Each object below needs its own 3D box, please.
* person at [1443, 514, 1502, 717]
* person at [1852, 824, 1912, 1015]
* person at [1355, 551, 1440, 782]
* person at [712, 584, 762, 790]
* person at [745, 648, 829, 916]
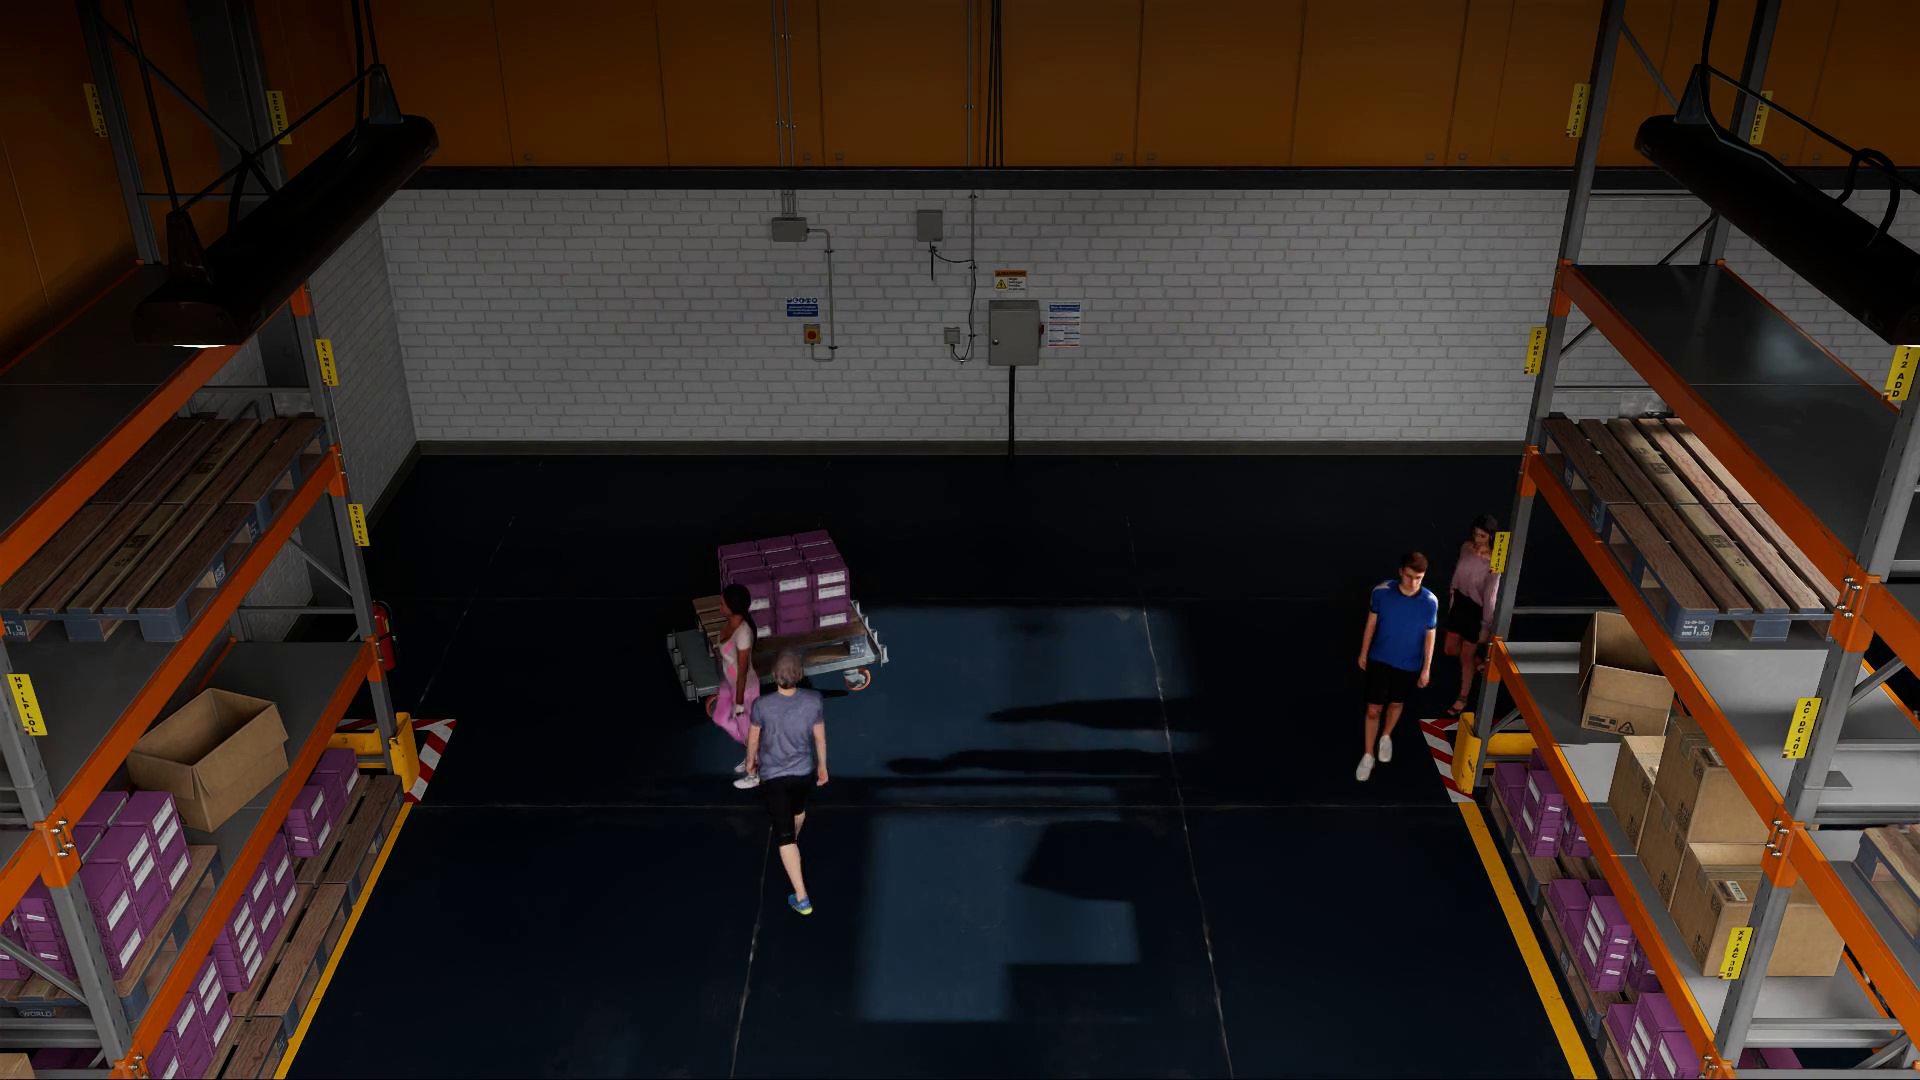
[{"bbox_3d":[4.037,0.575,12.919,0.928,1.792,0.885,-15,32,-26],"label":"person"},{"bbox_3d":[5.759,2.039,10.160,0.654,1.864,1.026,0,29,0],"label":"person"},{"bbox_3d":[3.252,0.838,12.383,0.817,1.843,0.986,7,29,13],"label":"person"},{"bbox_3d":[-1.495,1.064,12.087,0.739,1.730,0.635,-8,30,-14],"label":"person"},{"bbox_3d":[-1.118,1.609,10.967,1.010,1.845,1.300,-13,31,-22],"label":"person"}]
